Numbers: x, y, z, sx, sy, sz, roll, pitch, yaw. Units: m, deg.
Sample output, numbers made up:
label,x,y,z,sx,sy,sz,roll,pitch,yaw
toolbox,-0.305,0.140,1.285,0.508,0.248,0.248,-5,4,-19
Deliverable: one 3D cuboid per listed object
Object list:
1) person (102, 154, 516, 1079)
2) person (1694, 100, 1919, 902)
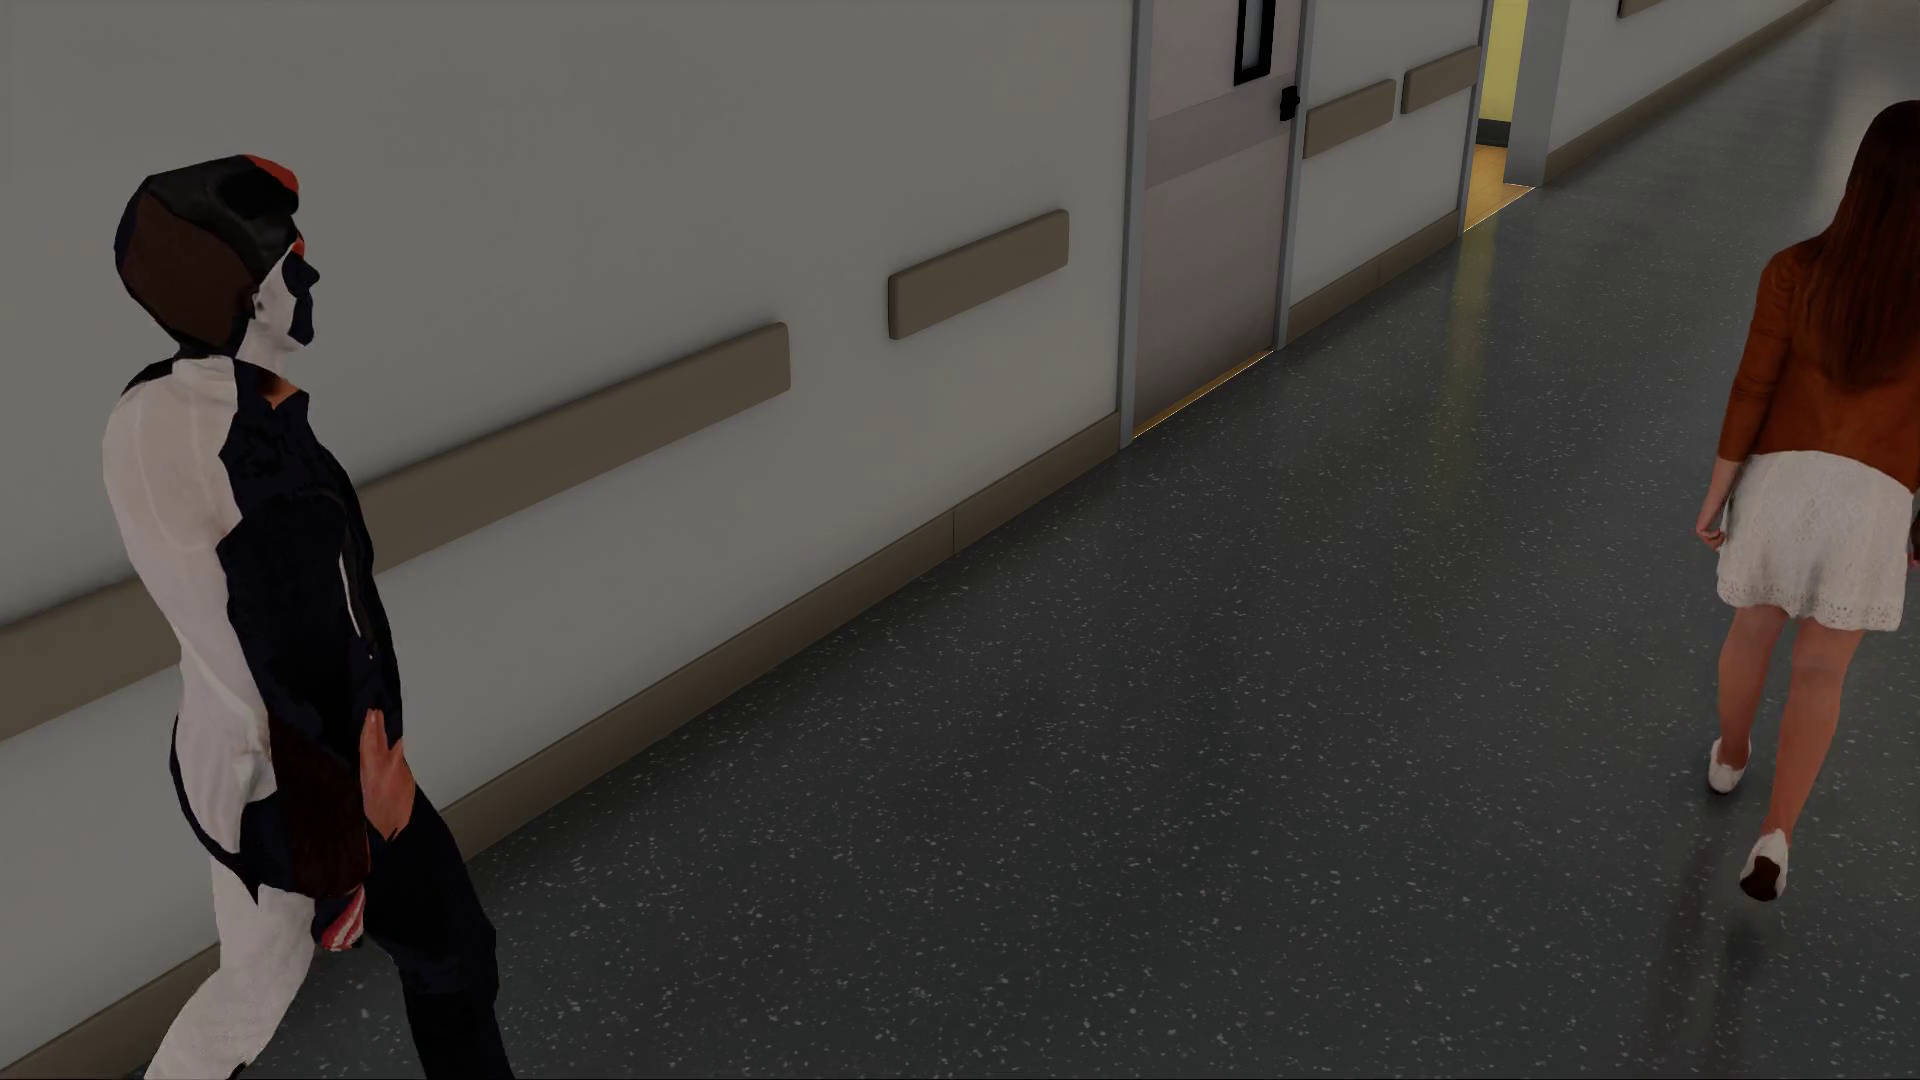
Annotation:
label,x,y,z,sx,sy,sz,roll,pitch,yaw
person,-1.057,0.408,2.444,1.160,1.863,0.867,22,33,37
person,1.836,-0.033,3.553,1.010,1.694,0.735,14,29,27
